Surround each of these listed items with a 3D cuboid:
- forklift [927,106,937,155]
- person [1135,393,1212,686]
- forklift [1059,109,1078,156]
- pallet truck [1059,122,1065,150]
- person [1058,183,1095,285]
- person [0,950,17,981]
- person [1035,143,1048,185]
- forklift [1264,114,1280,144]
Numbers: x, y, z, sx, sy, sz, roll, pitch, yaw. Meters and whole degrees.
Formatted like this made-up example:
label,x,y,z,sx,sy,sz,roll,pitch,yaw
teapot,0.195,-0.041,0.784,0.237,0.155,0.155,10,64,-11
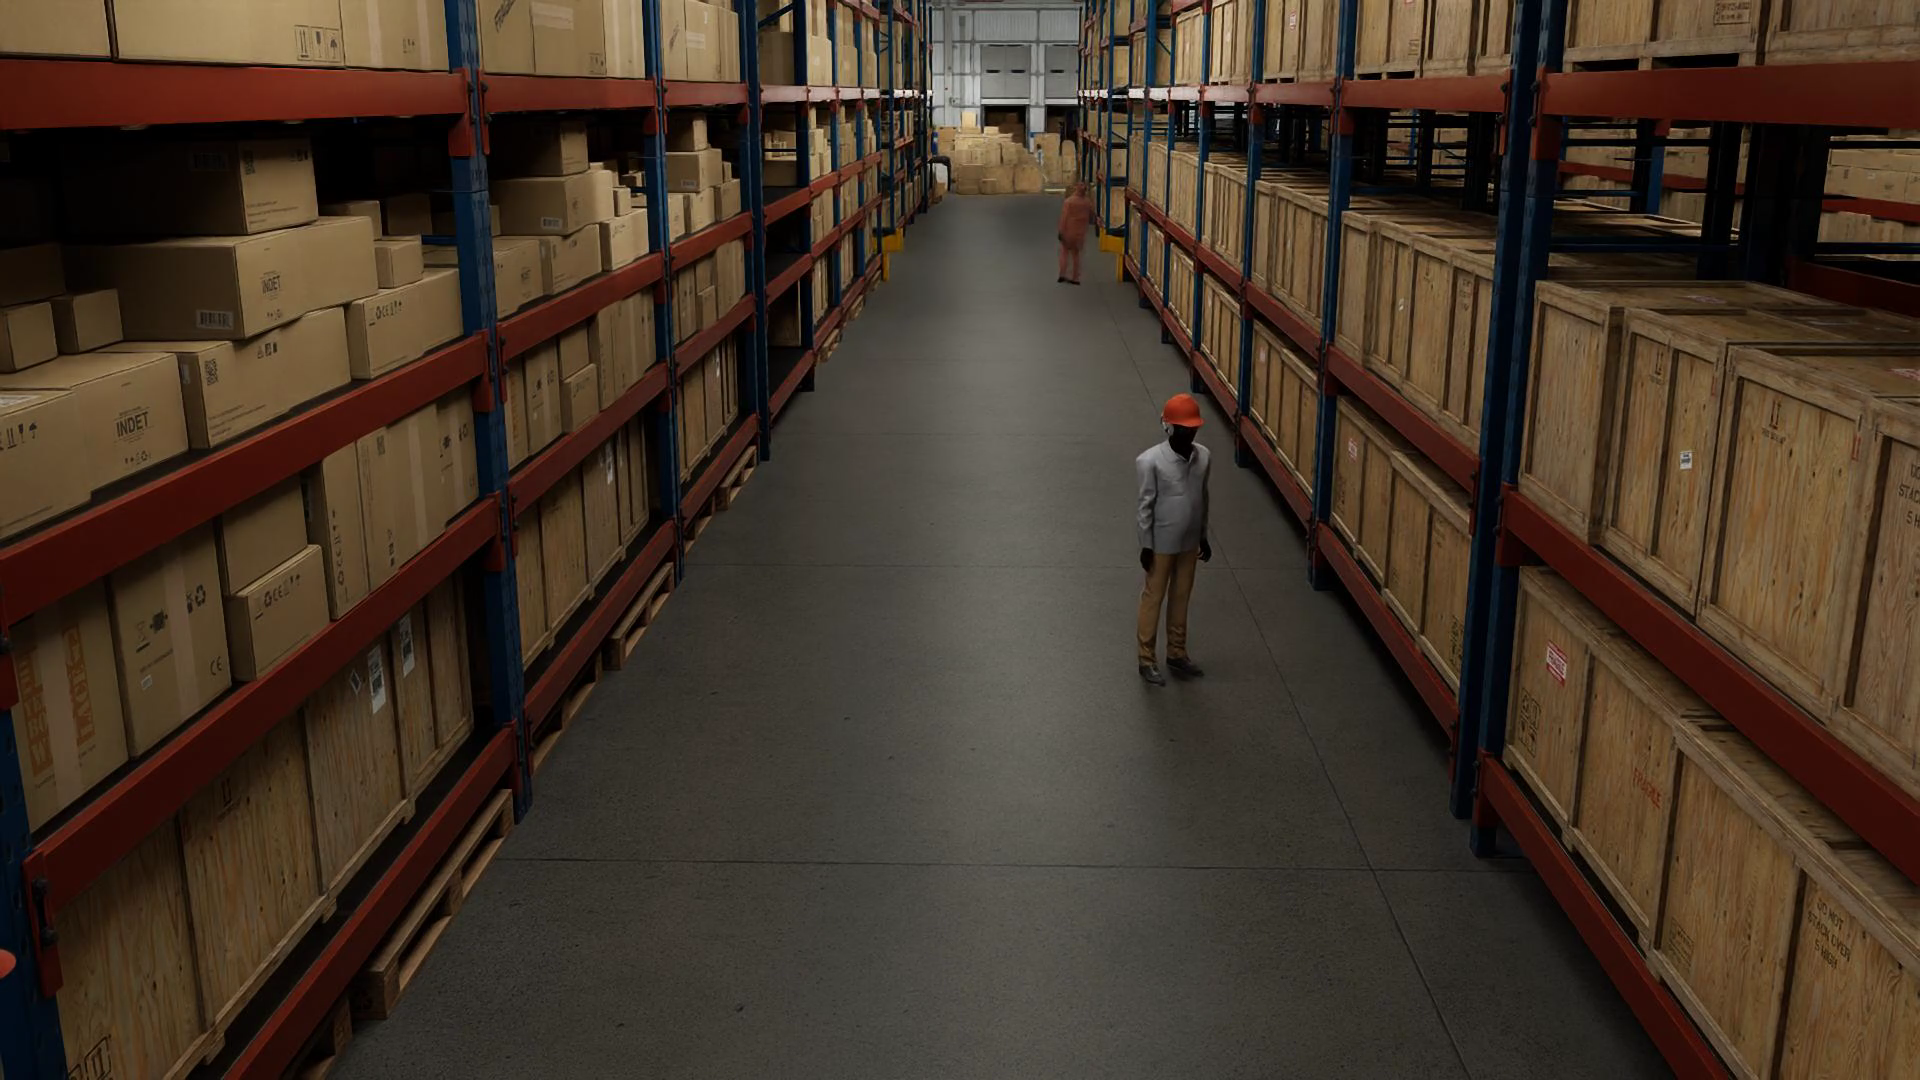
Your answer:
label,x,y,z,sx,sy,sz,roll,pitch,yaw
forklift,-1.913,-20.495,84.046,1.129,2.768,1.873,-5,16,-18
person,1.295,-0.013,9.972,0.561,1.753,0.331,-10,18,-33
forklift,4.824,-16.912,70.716,1.873,2.768,1.129,-11,18,-34
pallet truck,5.788,-21.111,88.014,1.885,1.965,0.823,5,16,18
person,2.143,-5.683,30.895,0.738,1.860,0.541,-5,16,-18
person,-1.968,1.653,3.321,0.609,1.995,0.378,8,17,28
person,3.035,-14.345,63.529,0.549,1.623,0.530,-4,16,-14
forklift,10.567,-13.450,57.835,1.129,2.768,1.873,11,19,36
